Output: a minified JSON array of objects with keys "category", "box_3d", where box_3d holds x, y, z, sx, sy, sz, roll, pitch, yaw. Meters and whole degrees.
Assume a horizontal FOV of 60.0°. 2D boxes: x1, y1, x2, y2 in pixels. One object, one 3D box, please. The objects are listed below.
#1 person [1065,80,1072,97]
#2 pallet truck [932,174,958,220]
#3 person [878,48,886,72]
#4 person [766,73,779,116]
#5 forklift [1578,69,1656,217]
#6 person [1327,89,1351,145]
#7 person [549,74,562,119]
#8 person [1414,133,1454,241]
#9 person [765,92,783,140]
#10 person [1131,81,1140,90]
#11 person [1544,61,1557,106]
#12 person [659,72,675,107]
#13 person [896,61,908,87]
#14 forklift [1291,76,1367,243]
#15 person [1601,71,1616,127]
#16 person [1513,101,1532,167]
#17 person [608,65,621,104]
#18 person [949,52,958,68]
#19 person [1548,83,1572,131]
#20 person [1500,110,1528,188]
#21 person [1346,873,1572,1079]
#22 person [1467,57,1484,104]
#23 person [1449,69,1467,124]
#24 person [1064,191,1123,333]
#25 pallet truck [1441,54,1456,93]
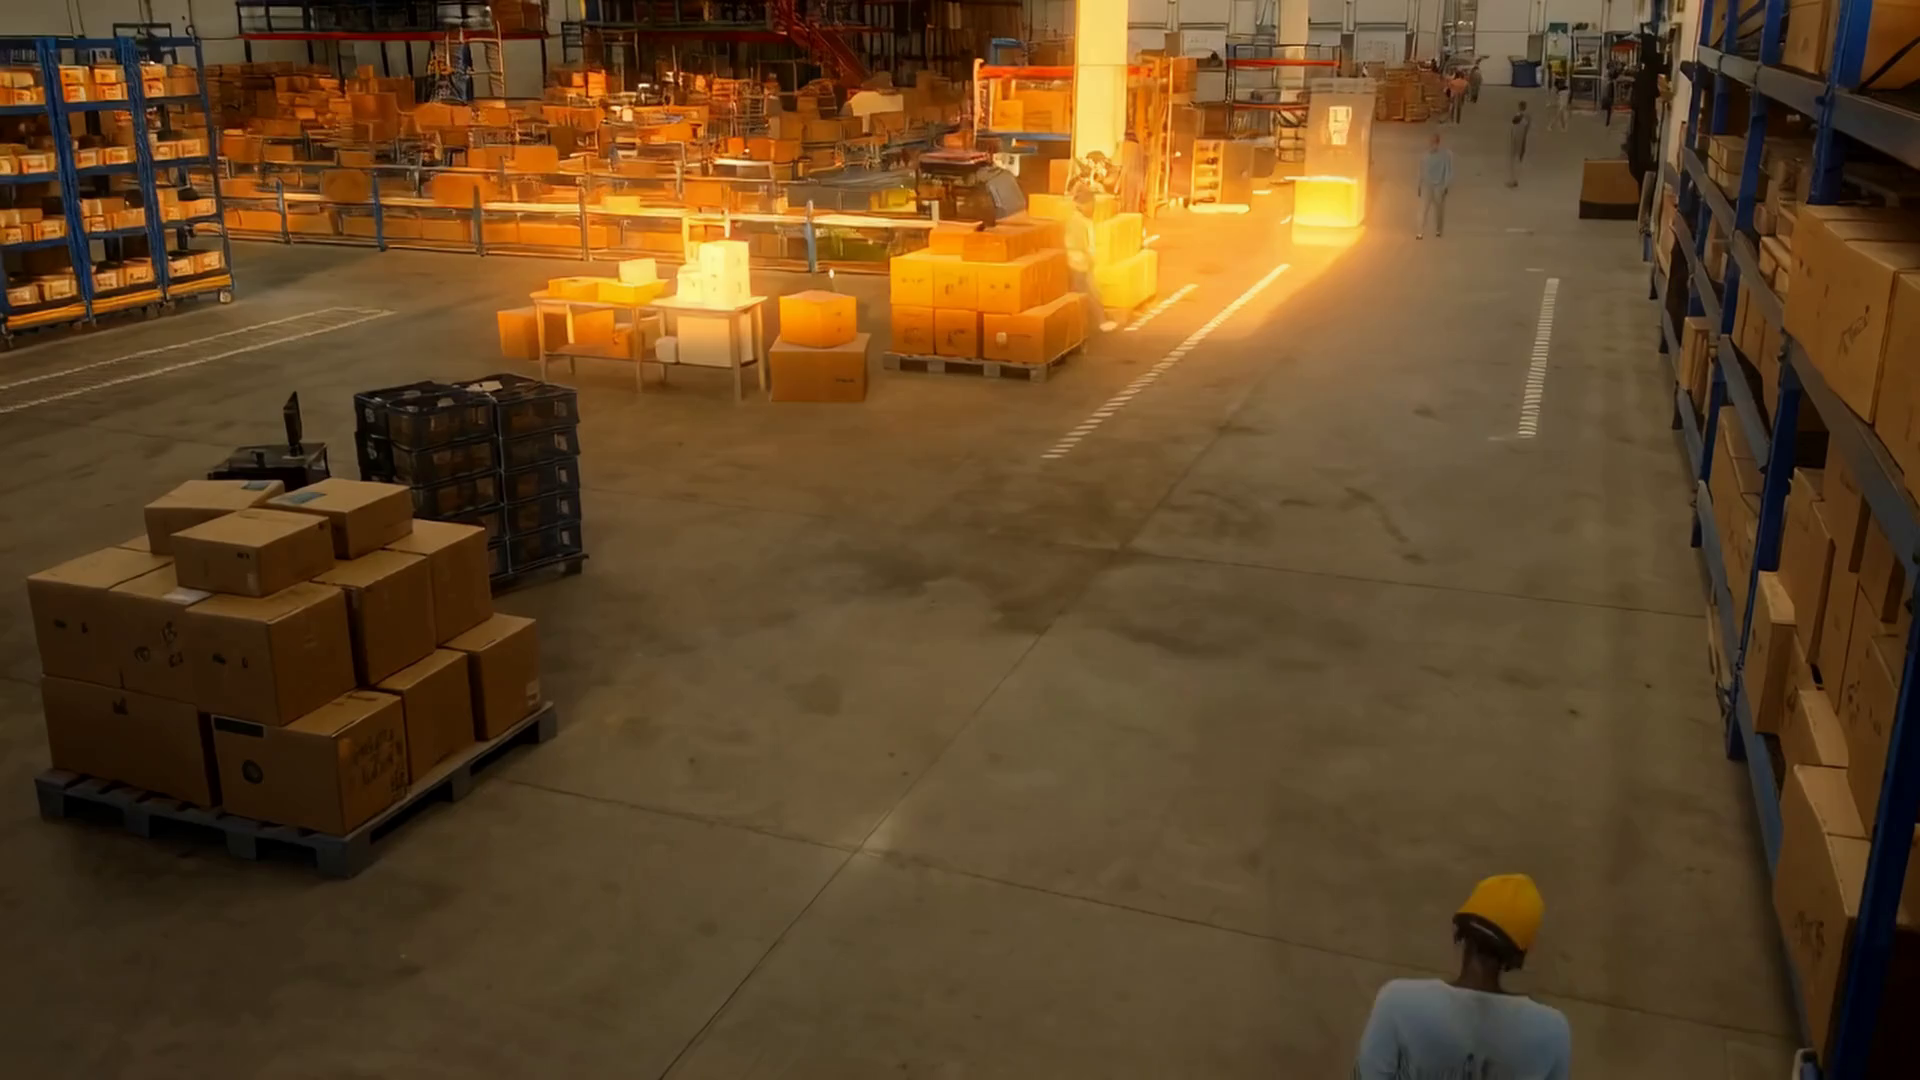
[{"category":"person","box_3d":[3.399,-13.189,51.194,0.660,1.892,0.619,8,19,24]},{"category":"pallet truck","box_3d":[-0.507,-5.292,27.348,0.653,1.274,1.630,6,19,19]},{"category":"person","box_3d":[-4.497,-27.336,95.729,0.505,1.845,0.346,-11,21,-31]},{"category":"person","box_3d":[-6.905,-16.309,61.246,0.493,1.743,0.295,-2,18,-5]},{"category":"forklift","box_3d":[13.219,-7.740,32.475,1.873,2.768,1.129,6,19,18]},{"category":"person","box_3d":[9.764,-10.457,42.430,0.634,2.001,0.964,10,20,29]},{"category":"person","box_3d":[-13.576,-14.775,56.199,0.580,1.880,1.006,10,20,28]},{"category":"person","box_3d":[8.404,-6.262,29.491,0.636,1.867,0.985,10,20,28]},{"category":"person","box_3d":[-5.547,-12.521,49.541,0.507,1.622,0.347,4,18,12]},{"category":"person","box_3d":[8.208,-21.787,78.323,0.993,1.840,0.584,-5,18,-16]},{"category":"person","box_3d":[25.297,-19.520,71.156,0.334,1.861,0.497,-8,19,-23]},{"category":"person","box_3d":[-10.436,-15.740,59.335,0.595,1.824,0.404,-8,19,-23]},{"category":"person","box_3d":[-2.417,-19.198,70.096,0.980,1.884,0.561,13,22,35]},{"category":"forklift","box_3d":[6.598,-6.755,29.381,1.129,2.768,1.873,6,19,19]},{"category":"person","box_3d":[22.801,-15.462,58.298,0.391,1.920,0.593,6,19,19]},{"category":"person","box_3d":[14.626,-10.585,43.368,0.539,1.683,0.369,-2,18,-7]},{"category":"person","box_3d":[-12.983,-17.001,63.050,0.857,1.960,0.663,11,21,32]},{"category":"person","box_3d":[-0.262,-24.207,85.866,0.600,1.879,0.992,4,18,12]},{"category":"person","box_3d":[20.436,-14.707,56.462,0.879,1.586,0.524,-2,18,-6]},{"category":"person","box_3d":[12.712,-8.980,38.208,0.528,1.750,0.524,-7,19,-22]},{"category":"person","box_3d":[1.349,1.744,4.597,0.586,1.704,0.809,1,18,3]},{"category":"person","box_3d":[22.479,-20.015,72.406,1.044,2.000,0.693,-13,22,-36]},{"category":"person","box_3d":[17.978,-16.018,60.034,0.636,1.929,0.897,6,19,18]},{"category":"person","box_3d":[1.568,-3.469,20.873,0.939,1.764,0.609,7,19,21]},{"category":"pallet truck","box_3d":[22.765,-21.886,78.355,0.823,1.965,1.885,-4,18,-14]}]
